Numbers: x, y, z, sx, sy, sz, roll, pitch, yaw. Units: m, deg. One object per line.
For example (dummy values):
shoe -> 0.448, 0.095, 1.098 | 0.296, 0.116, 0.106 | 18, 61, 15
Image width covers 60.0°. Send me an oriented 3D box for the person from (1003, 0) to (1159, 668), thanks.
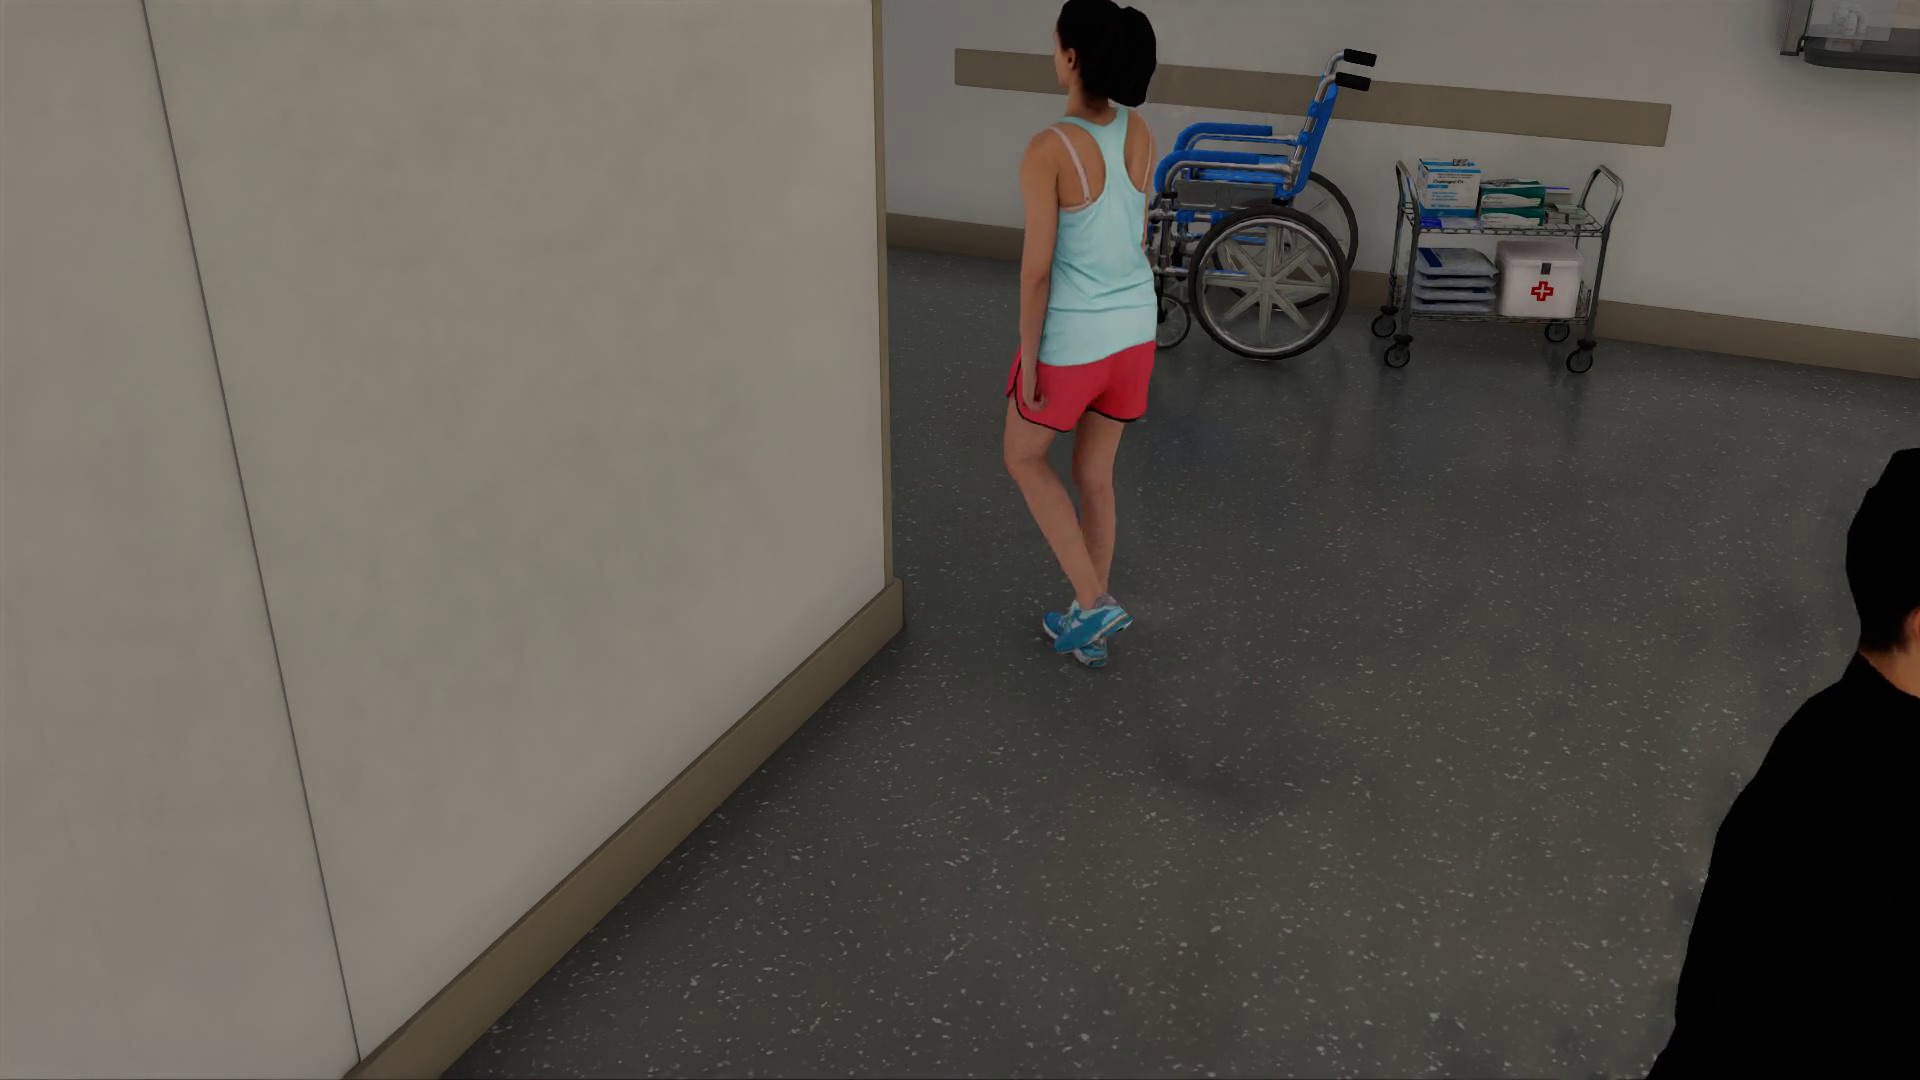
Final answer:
person -> 0.376, -0.444, 4.208 | 0.789, 1.752, 0.831 | -14, 29, -27
